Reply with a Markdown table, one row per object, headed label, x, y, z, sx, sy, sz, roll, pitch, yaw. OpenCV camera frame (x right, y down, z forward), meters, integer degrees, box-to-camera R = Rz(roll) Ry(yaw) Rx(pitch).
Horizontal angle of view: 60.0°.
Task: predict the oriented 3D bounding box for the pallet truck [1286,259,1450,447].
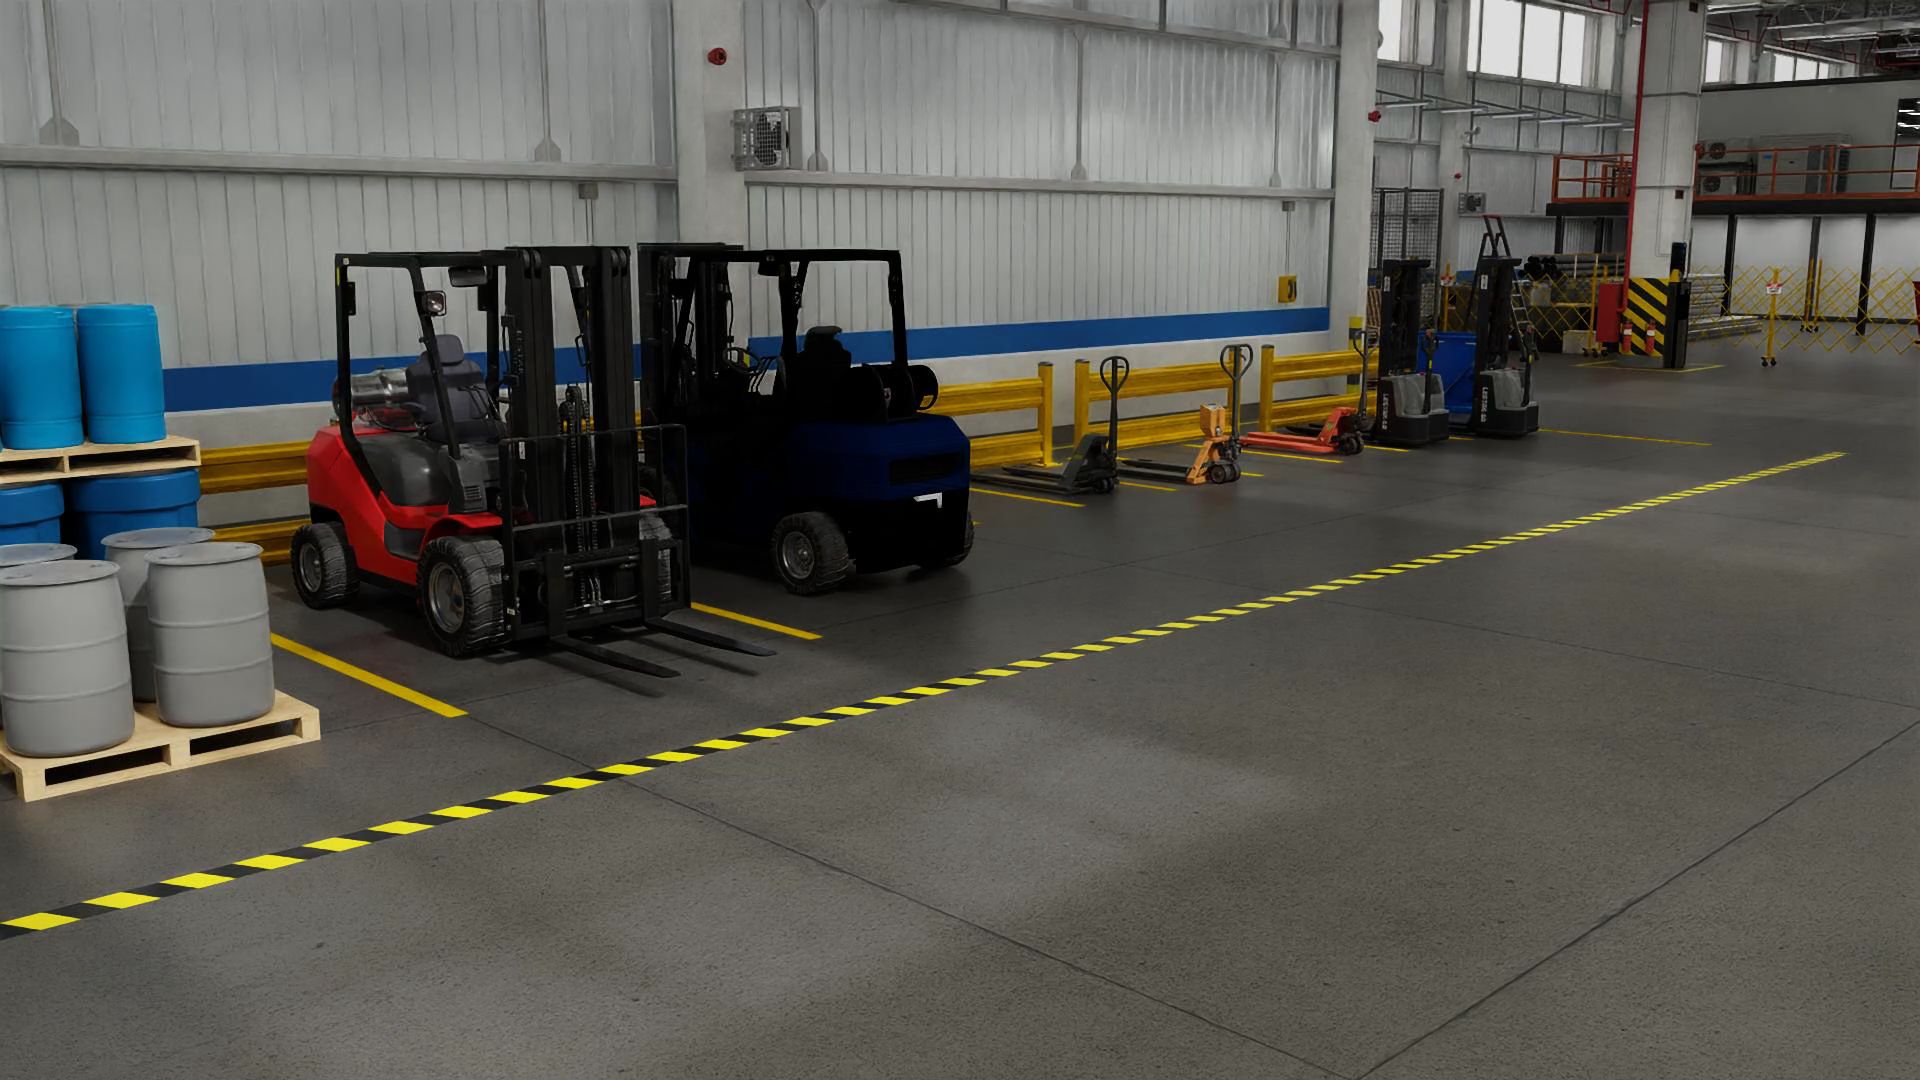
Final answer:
| label | x | y | z | sx | sy | sz | roll | pitch | yaw |
| --- | --- | --- | --- | --- | --- | --- | --- | --- | --- |
| pallet truck | 4.493 | -2.078 | 18.196 | 0.823 | 1.965 | 1.885 | -9 | 14 | -40 |

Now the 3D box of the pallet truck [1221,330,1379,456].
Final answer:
| label | x | y | z | sx | sy | sz | roll | pitch | yaw |
| --- | --- | --- | --- | --- | --- | --- | --- | --- | --- |
| pallet truck | 3.563 | -1.581 | 17.381 | 0.653 | 1.274 | 1.630 | -10 | 14 | -44 |

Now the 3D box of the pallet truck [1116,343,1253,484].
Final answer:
| label | x | y | z | sx | sy | sz | roll | pitch | yaw |
| --- | --- | --- | --- | --- | --- | --- | --- | --- | --- |
| pallet truck | 1.962 | -1.215 | 15.415 | 1.522 | 1.261 | 0.704 | 10 | 14 | 43 |

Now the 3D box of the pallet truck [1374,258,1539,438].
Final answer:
| label | x | y | z | sx | sy | sz | roll | pitch | yaw |
| --- | --- | --- | --- | --- | --- | --- | --- | --- | --- |
| pallet truck | 5.704 | -2.208 | 18.901 | 1.885 | 1.965 | 0.823 | 10 | 14 | 43 |

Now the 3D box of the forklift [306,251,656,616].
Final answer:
| label | x | y | z | sx | sy | sz | roll | pitch | yaw |
| --- | --- | --- | --- | --- | --- | --- | --- | --- | --- |
| forklift | -2.833 | -0.669 | 9.694 | 1.157 | 1.987 | 2.680 | -10 | 14 | -44 |

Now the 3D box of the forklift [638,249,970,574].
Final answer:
| label | x | y | z | sx | sy | sz | roll | pitch | yaw |
| --- | --- | --- | --- | --- | --- | --- | --- | --- | --- |
| forklift | -1.173 | -0.958 | 11.239 | 2.680 | 1.987 | 1.157 | 10 | 14 | 43 |

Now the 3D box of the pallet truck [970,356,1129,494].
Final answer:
| label | x | y | z | sx | sy | sz | roll | pitch | yaw |
| --- | --- | --- | --- | --- | --- | --- | --- | --- | --- |
| pallet truck | 0.784 | -1.085 | 14.876 | 0.680 | 1.201 | 1.601 | -10 | 14 | -44 |
